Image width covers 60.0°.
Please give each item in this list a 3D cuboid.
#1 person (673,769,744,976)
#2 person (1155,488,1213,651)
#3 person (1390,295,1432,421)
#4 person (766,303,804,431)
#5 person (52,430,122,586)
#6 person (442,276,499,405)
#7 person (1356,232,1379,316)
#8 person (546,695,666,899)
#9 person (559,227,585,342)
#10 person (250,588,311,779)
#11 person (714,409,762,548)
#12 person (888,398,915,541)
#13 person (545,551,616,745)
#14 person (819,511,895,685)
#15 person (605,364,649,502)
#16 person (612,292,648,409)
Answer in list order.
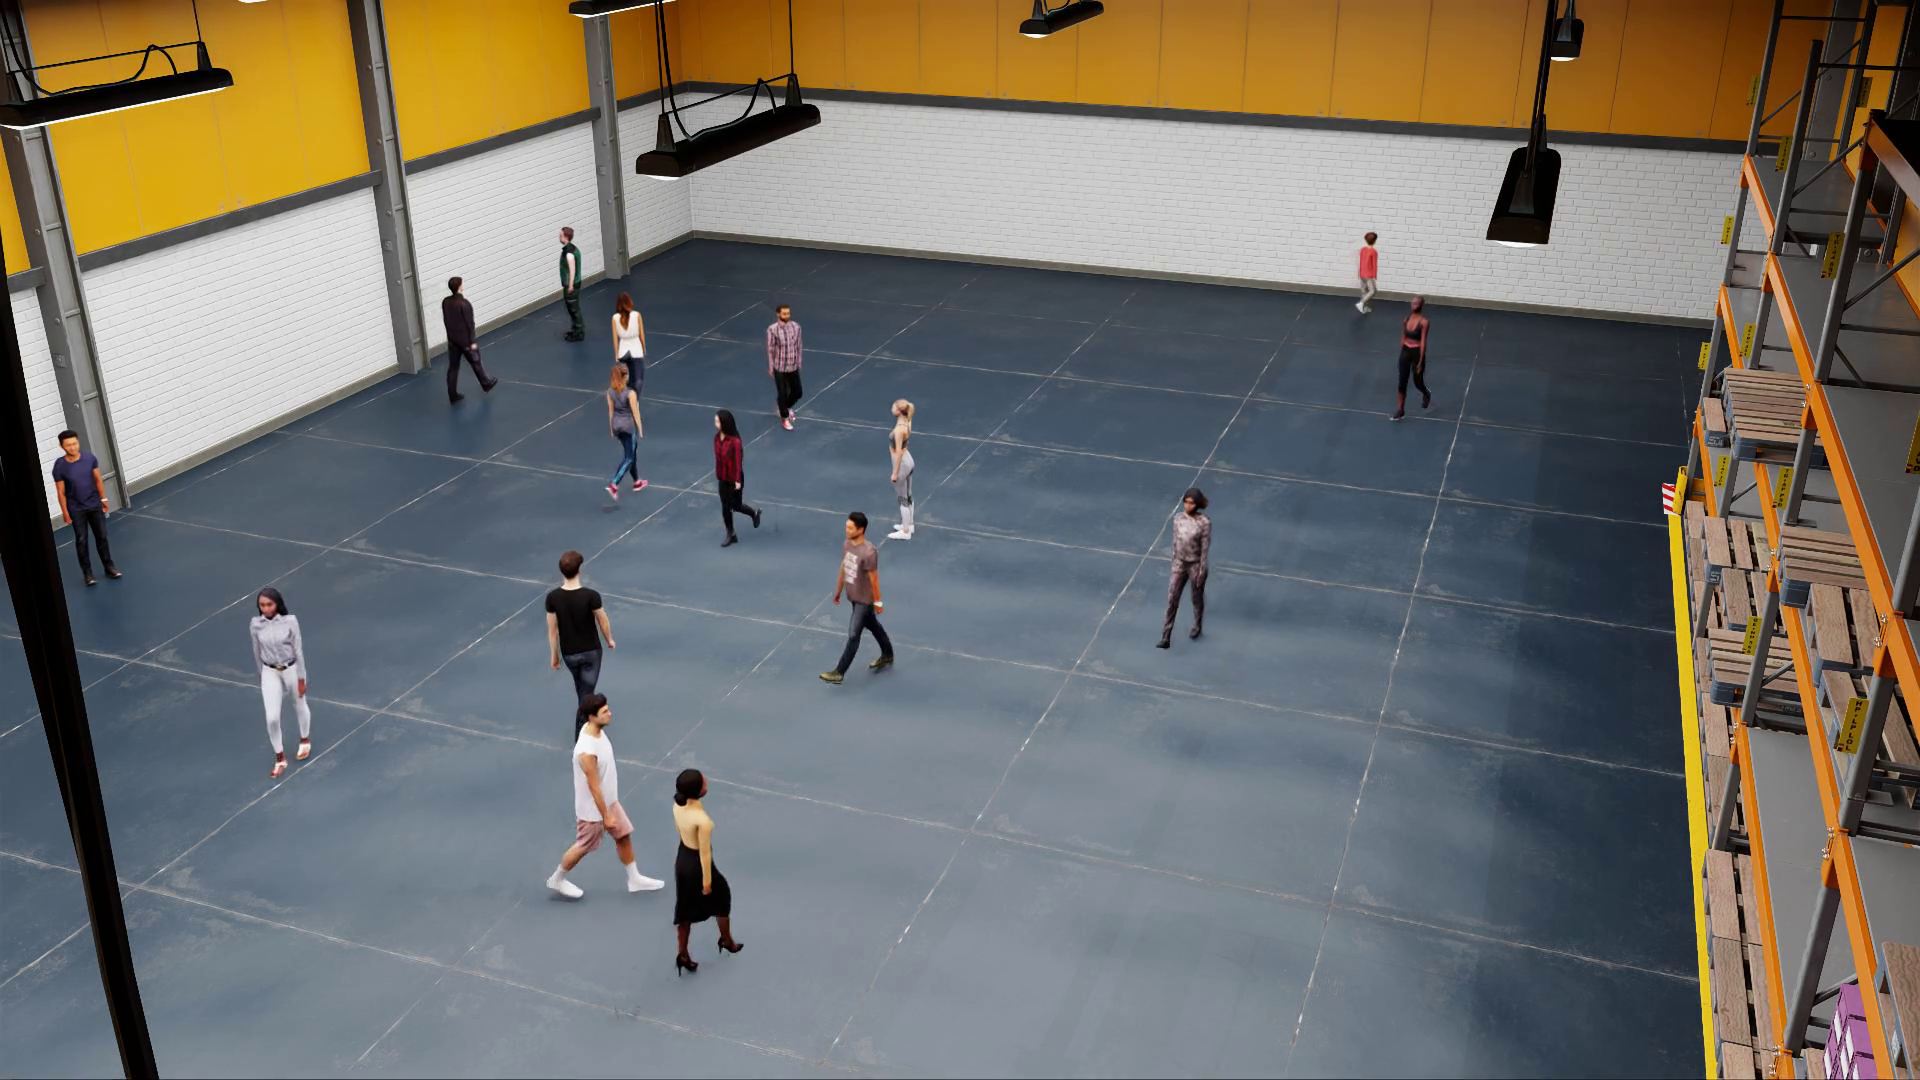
[{"bbox_3d":[-1.964,2.419,11.955,0.756,1.638,0.871,20,30,38],"label":"person"},{"bbox_3d":[2.376,0.263,16.841,0.729,1.675,1.115,14,27,29],"label":"person"},{"bbox_3d":[6.368,-2.547,23.183,1.084,1.743,0.872,-20,31,-38],"label":"person"},{"bbox_3d":[-2.433,-2.409,22.863,0.856,1.748,0.918,-12,26,-25],"label":"person"},{"bbox_3d":[-9.585,-0.386,18.186,0.768,1.787,0.617,19,30,37],"label":"person"},{"bbox_3d":[-7.179,-2.813,23.736,0.787,1.789,1.131,10,25,21],"label":"person"},{"bbox_3d":[6.837,-4.474,28.005,0.802,1.412,0.717,-16,28,-32],"label":"person"},{"bbox_3d":[-2.877,2.011,12.743,0.933,1.755,1.157,1,24,1],"label":"person"},{"bbox_3d":[-6.229,-4.107,26.631,0.790,1.841,0.673,-3,24,-7],"label":"person"},{"bbox_3d":[-5.957,1.172,14.726,0.822,1.702,0.959,-3,24,-8],"label":"person"},{"bbox_3d":[-2.578,-0.734,19.164,0.743,1.641,0.907,18,29,35],"label":"person"},{"bbox_3d":[-0.660,-0.838,19.323,0.635,1.705,0.490,7,24,15],"label":"person"},{"bbox_3d":[-3.390,1.063,14.802,0.868,1.842,1.273,2,24,5],"label":"person"},{"bbox_3d":[-0.867,0.541,16.143,1.198,1.724,1.062,-15,28,-30],"label":"person"},{"bbox_3d":[-4.140,-1.291,20.369,0.633,1.696,1.117,11,26,23],"label":"person"},{"bbox_3d":[-4.584,-2.556,23.173,0.839,1.769,1.040,-3,24,-6],"label":"person"}]
